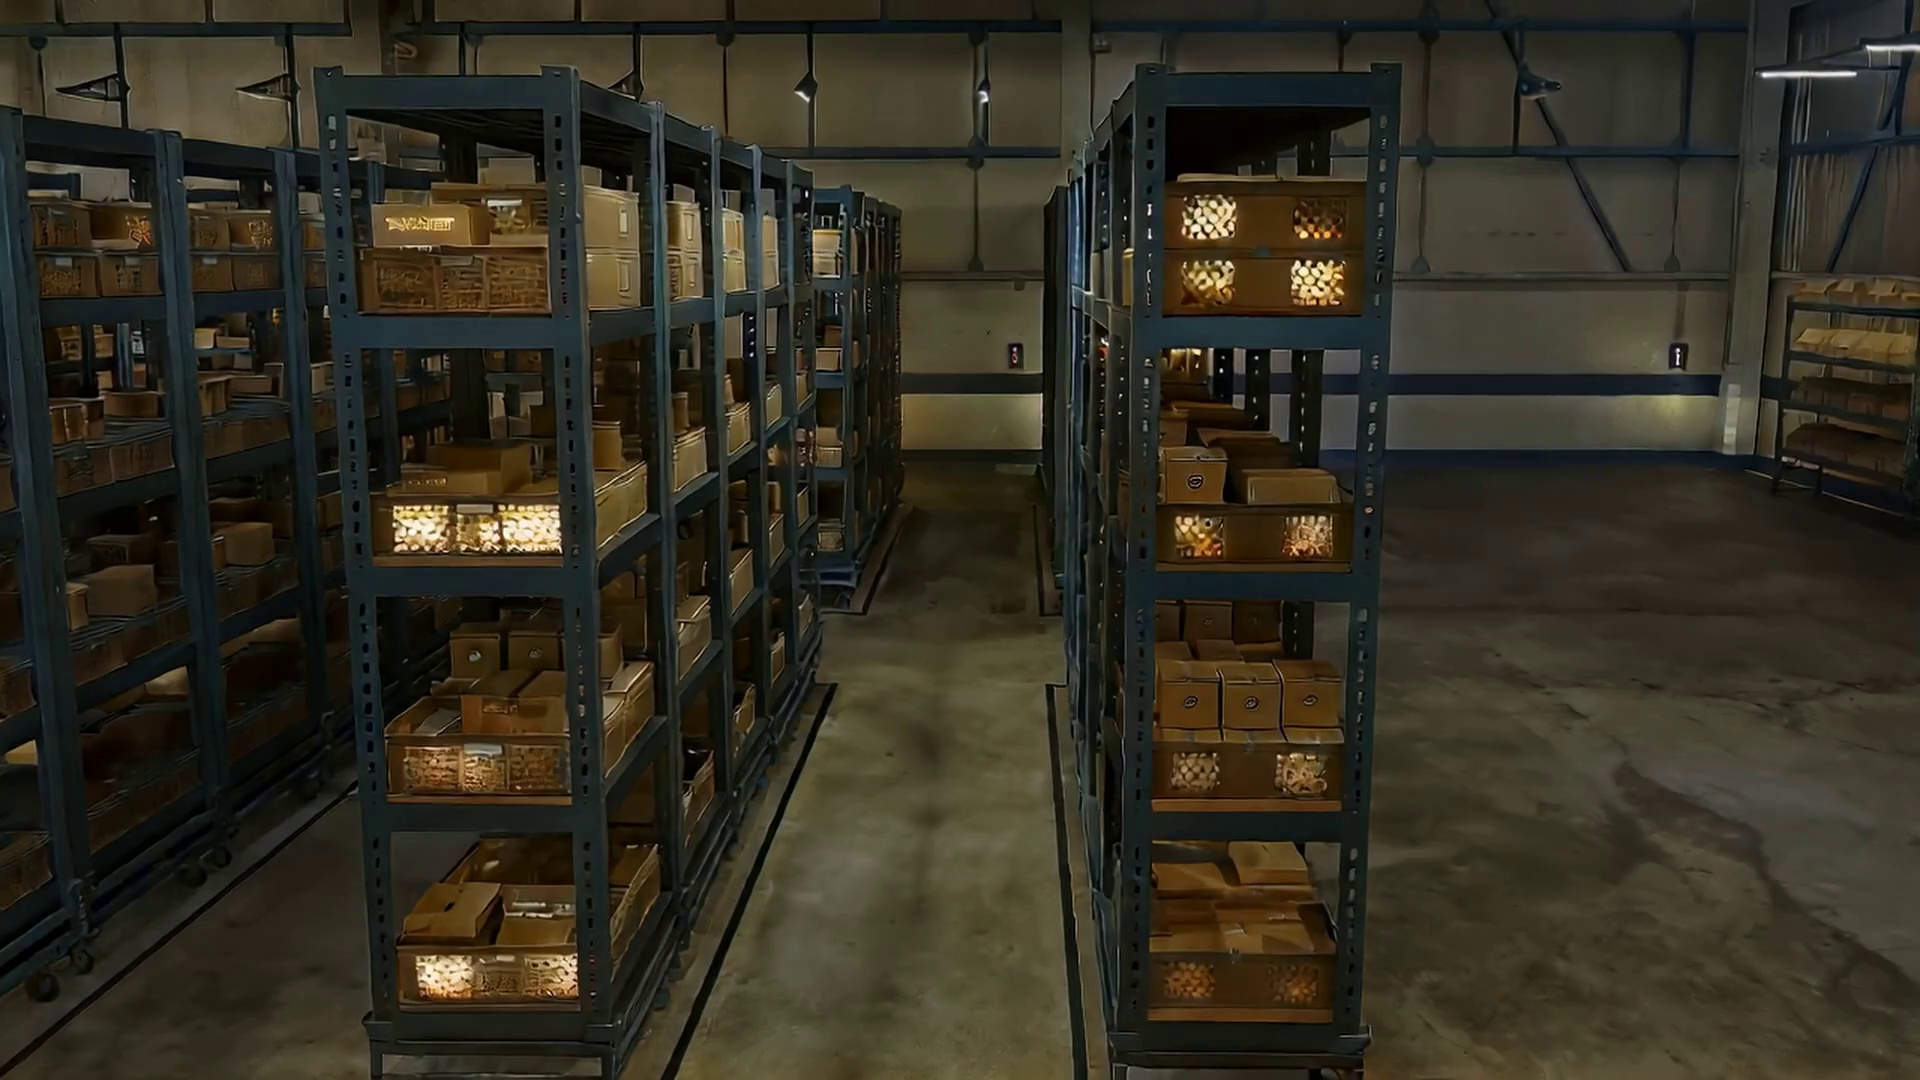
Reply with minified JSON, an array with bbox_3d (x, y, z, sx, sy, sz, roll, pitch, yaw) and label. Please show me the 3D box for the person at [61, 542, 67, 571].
[{"bbox_3d":[-7.889,-0.295,14.171,0.388,1.847,0.563,4,10,20],"label":"person"}]
